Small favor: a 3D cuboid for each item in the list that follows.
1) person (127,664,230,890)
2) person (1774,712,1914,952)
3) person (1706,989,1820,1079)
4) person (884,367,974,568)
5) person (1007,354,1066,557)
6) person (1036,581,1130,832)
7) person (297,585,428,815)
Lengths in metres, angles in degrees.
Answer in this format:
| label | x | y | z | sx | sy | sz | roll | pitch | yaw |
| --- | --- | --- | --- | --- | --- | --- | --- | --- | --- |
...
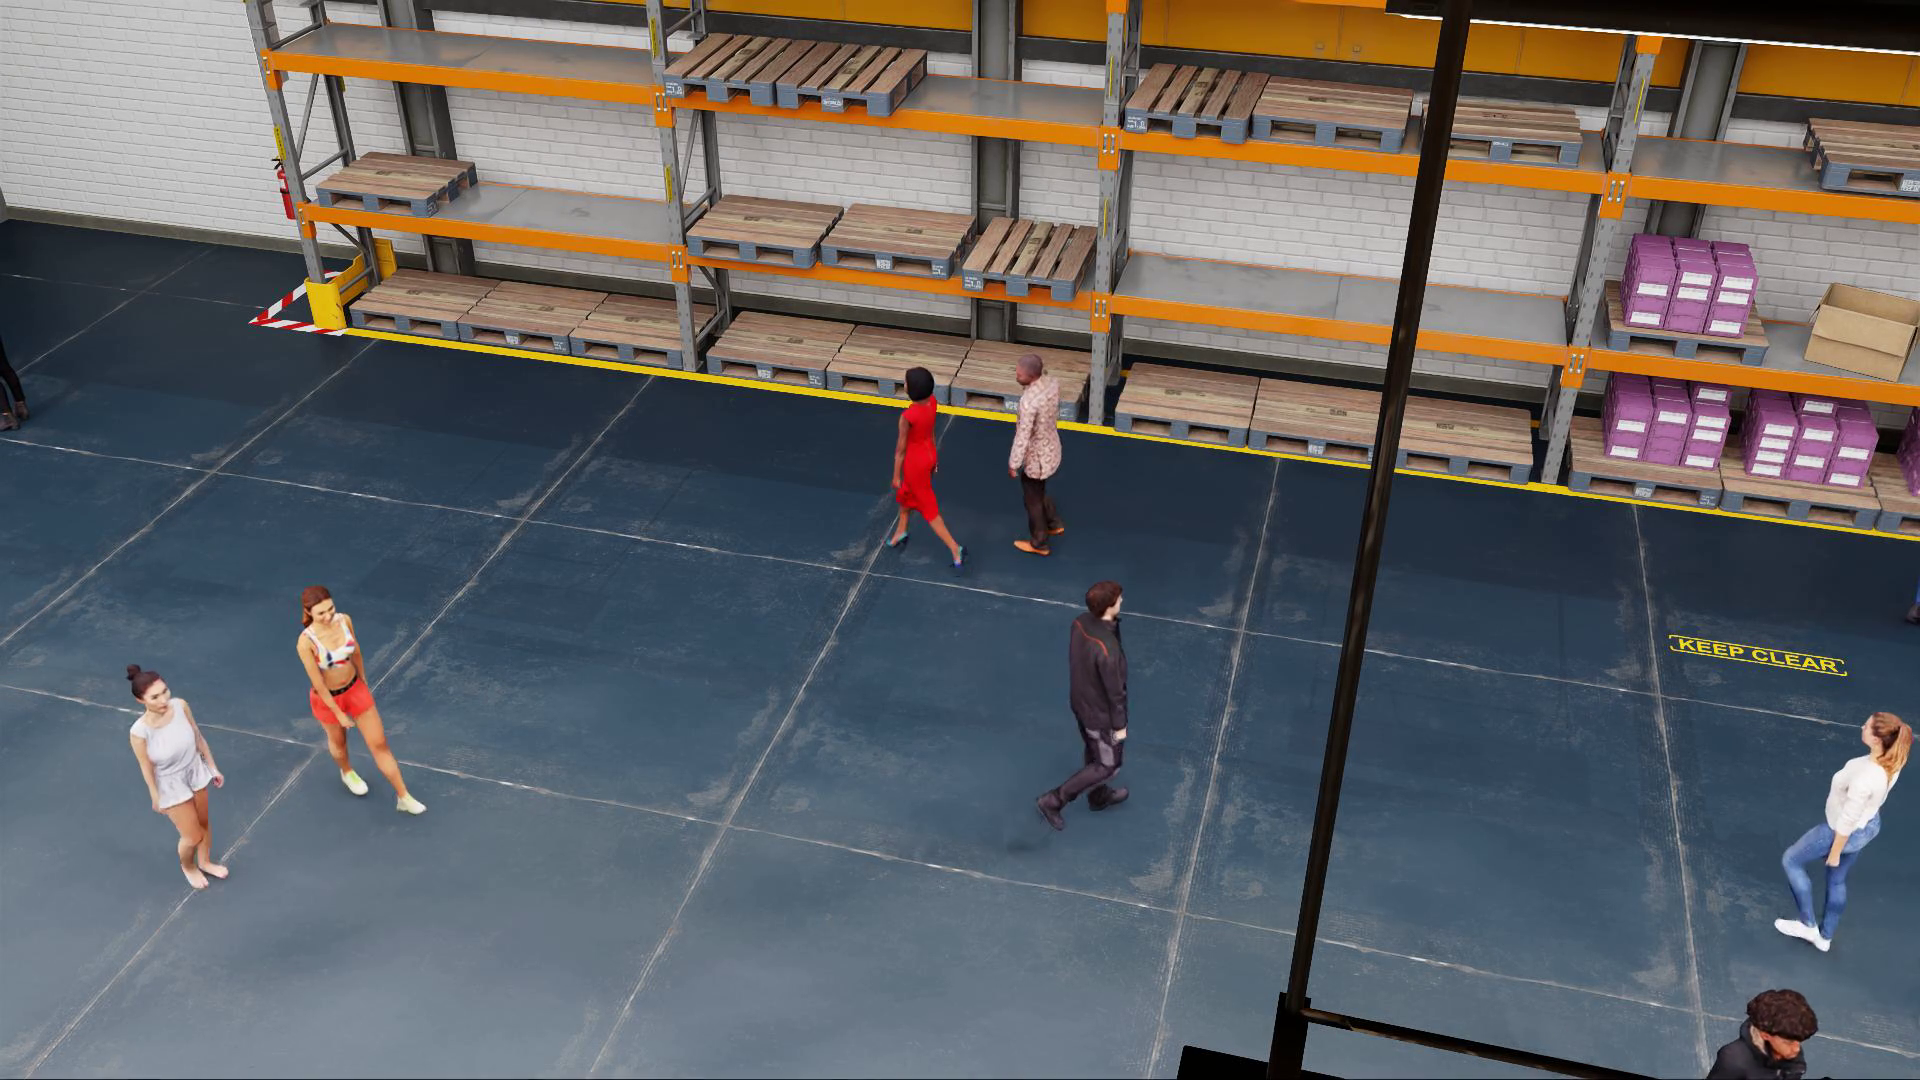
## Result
| label | x | y | z | sx | sy | sz | roll | pitch | yaw |
| --- | --- | --- | --- | --- | --- | --- | --- | --- | --- |
| person | -4.789 | 1.422 | 10.086 | 0.572 | 1.604 | 0.579 | 13 | 36 | 19 |
| person | 5.155 | 1.728 | 9.531 | 0.746 | 1.707 | 0.797 | -22 | 39 | -29 |
| person | 3.647 | 2.747 | 7.969 | 1.098 | 1.740 | 1.104 | -13 | 36 | -19 |
| person | -0.249 | -0.516 | 12.907 | 1.138 | 1.707 | 0.781 | 18 | 38 | 25 |
| person | 0.688 | -0.638 | 13.022 | 0.745 | 1.783 | 0.785 | 17 | 37 | 24 |
| person | 0.796 | 1.074 | 10.410 | 1.116 | 1.823 | 1.017 | -12 | 35 | -17 |
| person | -4.013 | 0.975 | 10.619 | 1.130 | 1.756 | 0.878 | 24 | 40 | 31 |
